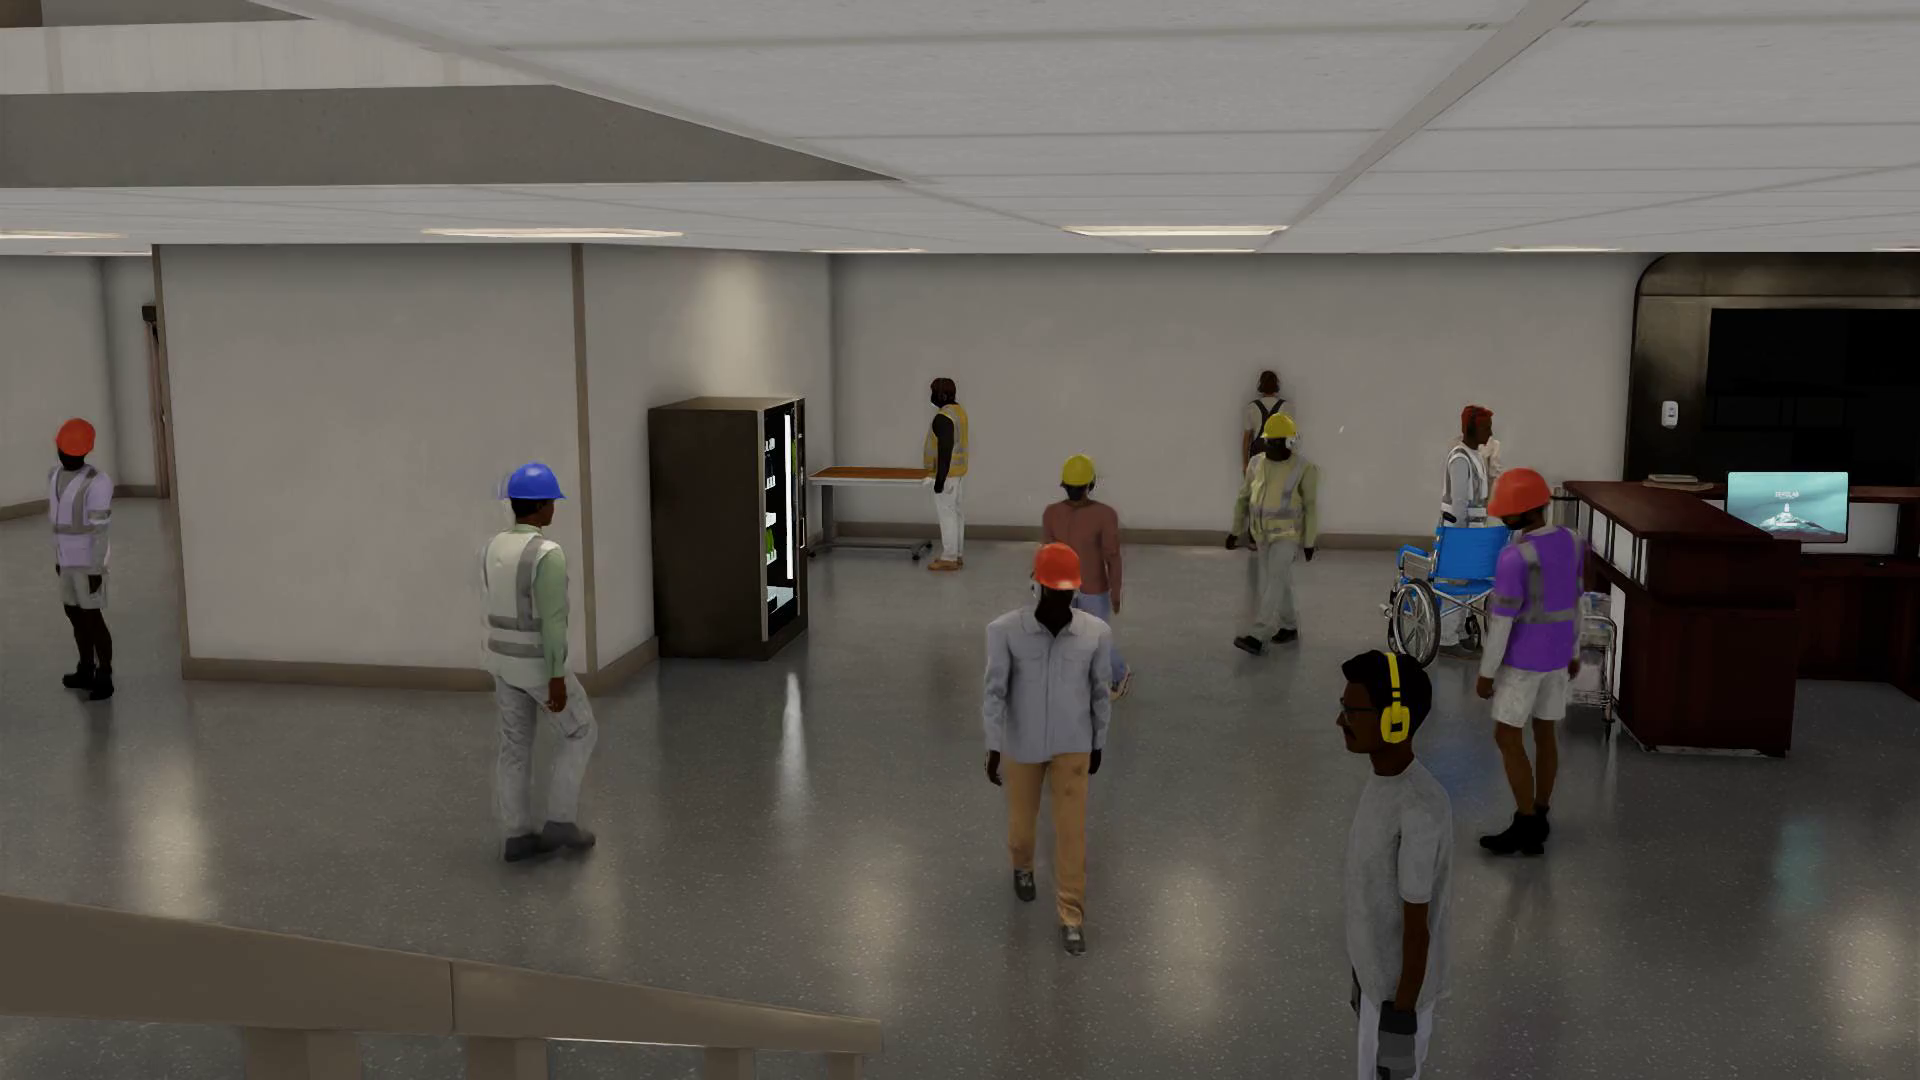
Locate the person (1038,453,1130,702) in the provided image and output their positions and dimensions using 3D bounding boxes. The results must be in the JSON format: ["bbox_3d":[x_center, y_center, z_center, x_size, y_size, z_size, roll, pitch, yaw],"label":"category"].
[{"bbox_3d":[0.794,0.289,10.531,0.559,1.732,0.748,5,10,27],"label":"person"}]

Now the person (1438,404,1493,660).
[{"bbox_3d":[3.705,-0.057,12.213,0.355,1.879,0.583,4,10,25],"label":"person"}]

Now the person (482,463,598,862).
[{"bbox_3d":[-2.017,0.587,8.053,0.652,1.925,0.571,8,12,41],"label":"person"}]

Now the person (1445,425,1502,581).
[{"bbox_3d":[4.627,-0.389,15.031,0.506,1.628,0.286,6,11,34],"label":"person"}]

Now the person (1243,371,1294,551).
[{"bbox_3d":[3.122,-0.796,16.886,0.506,1.841,0.344,1,9,8],"label":"person"}]

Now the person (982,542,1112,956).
[{"bbox_3d":[0.373,0.832,7.217,0.564,1.717,0.858,0,9,-2],"label":"person"}]

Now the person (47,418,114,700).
[{"bbox_3d":[-5.896,0.126,11.060,0.740,1.897,0.349,5,11,30],"label":"person"}]

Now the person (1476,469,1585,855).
[{"bbox_3d":[2.813,0.593,8.154,0.668,1.893,0.395,-5,11,-29],"label":"person"}]

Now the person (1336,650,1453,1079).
[{"bbox_3d":[1.126,1.211,4.440,0.340,1.866,0.517,0,9,2],"label":"person"}]

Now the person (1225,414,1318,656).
[{"bbox_3d":[2.322,-0.049,12.423,0.945,1.780,0.608,-8,12,-41],"label":"person"}]

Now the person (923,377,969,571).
[{"bbox_3d":[-0.137,-0.629,15.843,0.429,1.839,0.633,2,9,13],"label":"person"}]
